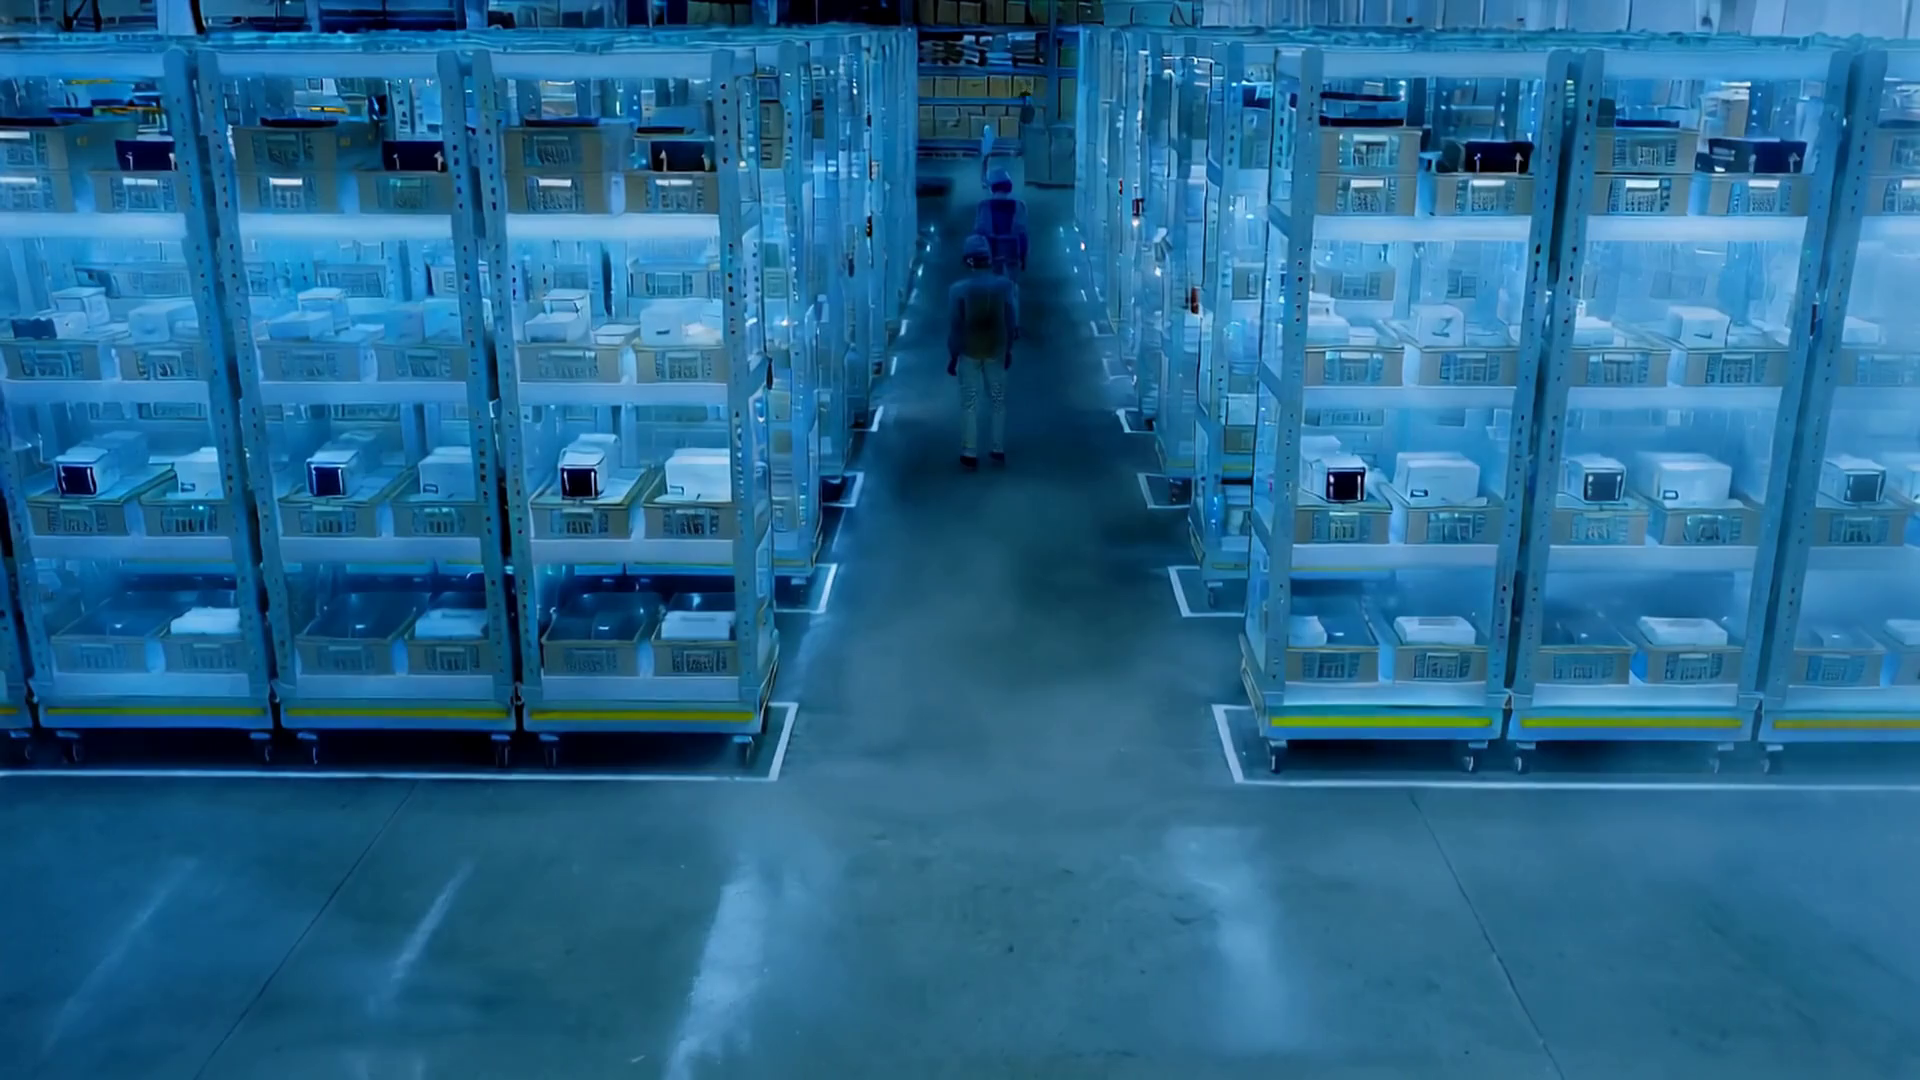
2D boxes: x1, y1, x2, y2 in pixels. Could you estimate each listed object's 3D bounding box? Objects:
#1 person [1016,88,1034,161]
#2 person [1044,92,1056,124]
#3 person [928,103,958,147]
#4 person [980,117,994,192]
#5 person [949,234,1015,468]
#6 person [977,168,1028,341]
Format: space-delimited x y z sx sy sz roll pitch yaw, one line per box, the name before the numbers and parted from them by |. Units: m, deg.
person | 1.708 -11.271 45.116 0.611 1.927 0.644 1 17 3
person | 2.803 -13.173 51.233 0.479 1.906 0.657 -5 18 -17
person | -0.484 -12.488 49.000 0.999 1.948 0.642 -1 17 -3
person | 0.608 -8.589 37.052 0.307 1.641 0.514 0 17 -1
person | 0.178 -1.605 14.215 0.609 1.991 0.384 -8 19 -24
person | 0.499 -3.390 19.817 0.607 2.044 0.377 -1 17 -2
